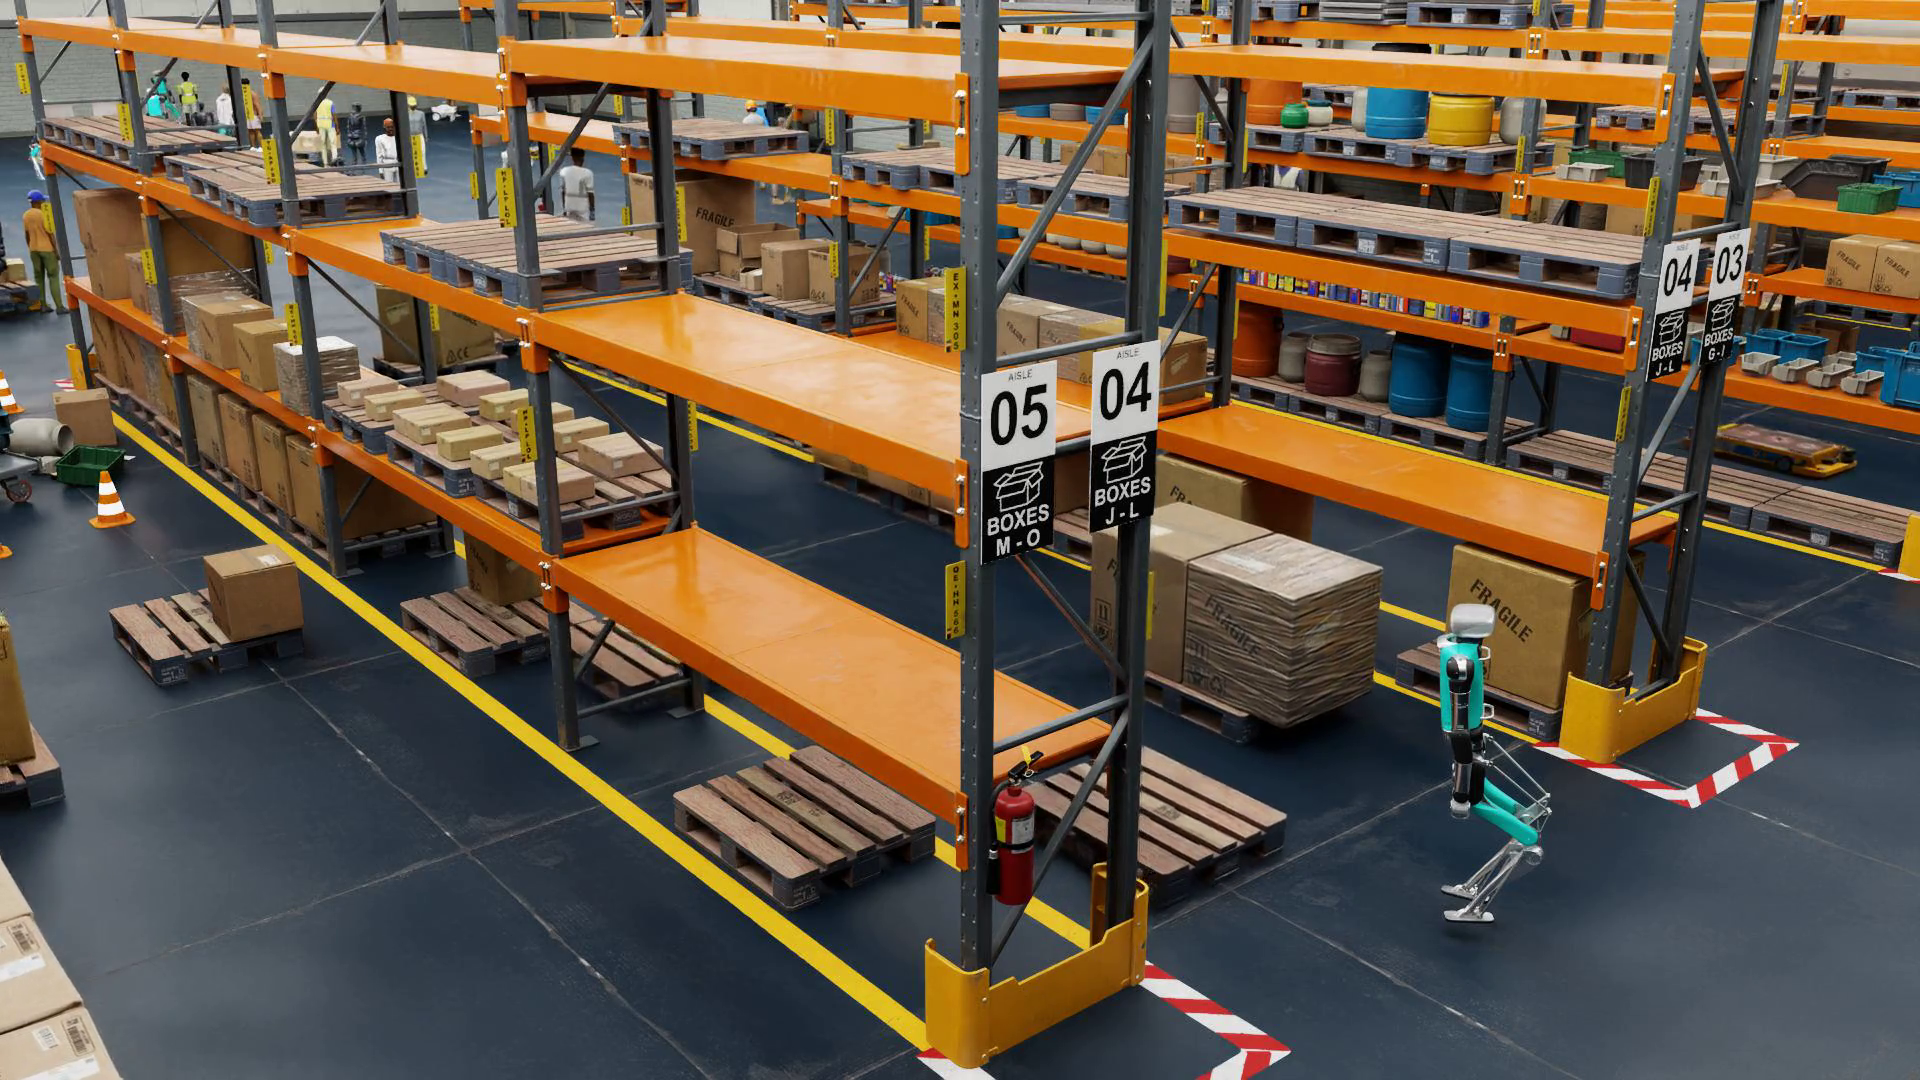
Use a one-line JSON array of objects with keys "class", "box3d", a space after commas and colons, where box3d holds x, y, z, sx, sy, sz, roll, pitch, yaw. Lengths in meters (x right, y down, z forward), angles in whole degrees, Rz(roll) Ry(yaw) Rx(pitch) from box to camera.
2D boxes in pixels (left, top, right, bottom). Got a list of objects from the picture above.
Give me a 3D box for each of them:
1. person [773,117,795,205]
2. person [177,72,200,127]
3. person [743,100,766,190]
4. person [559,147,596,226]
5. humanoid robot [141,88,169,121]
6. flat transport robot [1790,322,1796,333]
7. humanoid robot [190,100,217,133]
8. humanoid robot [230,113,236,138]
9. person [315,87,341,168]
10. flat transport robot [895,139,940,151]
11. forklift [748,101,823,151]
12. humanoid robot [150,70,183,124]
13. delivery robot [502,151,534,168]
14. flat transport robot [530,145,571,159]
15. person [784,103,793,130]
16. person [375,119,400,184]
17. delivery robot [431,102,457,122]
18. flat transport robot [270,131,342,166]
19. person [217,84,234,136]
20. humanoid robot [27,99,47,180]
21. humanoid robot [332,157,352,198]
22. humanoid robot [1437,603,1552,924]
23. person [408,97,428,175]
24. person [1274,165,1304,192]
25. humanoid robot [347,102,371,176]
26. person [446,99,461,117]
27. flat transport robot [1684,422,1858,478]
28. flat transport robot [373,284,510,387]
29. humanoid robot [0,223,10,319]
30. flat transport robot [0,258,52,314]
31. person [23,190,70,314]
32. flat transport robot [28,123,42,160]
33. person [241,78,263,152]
[{"class": "person", "box3d": [-3.504, -7.583, 33.315, 0.639, 1.715, 0.513, 0, 19, 1]}, {"class": "person", "box3d": [-21.668, -12.288, 46.749, 0.536, 1.695, 0.320, -13, 23, -33]}, {"class": "person", "box3d": [-4.380, -8.389, 35.376, 0.569, 1.889, 0.389, -12, 23, -30]}, {"class": "person", "box3d": [-6.074, -5.266, 26.397, 0.617, 1.952, 0.534, 6, 20, 18]}, {"class": "humanoid robot", "box3d": [-19.329, -10.049, 40.221, 0.530, 1.736, 0.705, -2, 19, -6]}, {"class": "flat transport robot", "box3d": [10.246, -2.860, 22.075, 0.659, 0.231, 1.431, -14, 24, -35]}, {"class": "humanoid robot", "box3d": [-17.522, -9.382, 38.598, 0.614, 1.627, 0.748, -17, 25, -39]}, {"class": "humanoid robot", "box3d": [-15.266, -8.226, 35.226, 0.441, 1.640, 0.590, -2, 19, -6]}, {"class": "person", "box3d": [-14.746, -9.574, 38.739, 0.544, 1.890, 0.384, 2, 19, 5]}, {"class": "flat transport robot", "box3d": [-0.943, -7.844, 36.259, 0.659, 0.231, 1.431, -8, 21, -21]}, {"class": "forklift", "box3d": [-4.526, -11.368, 42.374, 1.129, 2.768, 1.873, -15, 24, -37]}, {"class": "humanoid robot", "box3d": [-22.289, -12.394, 47.017, 0.577, 1.761, 0.841, 8, 21, 22]}, {"class": "delivery robot", "box3d": [-10.436, -8.990, 39.073, 0.499, 0.583, 0.767, 7, 21, 19]}, {"class": "flat transport robot", "box3d": [-10.387, -9.663, 41.438, 0.659, 0.231, 1.431, 11, 22, 28]}, {"class": "person", "box3d": [-3.902, -9.050, 37.481, 0.810, 1.729, 0.545, 3, 20, 9]}, {"class": "person", "box3d": [-10.684, -6.985, 31.384, 0.573, 1.882, 0.356, -13, 23, -33]}, {"class": "delivery robot", "box3d": [-15.646, -12.977, 50.415, 0.752, 0.581, 0.518, -2, 19, -5]}, {"class": "flat transport robot", "box3d": [-15.378, -8.918, 39.316, 0.659, 0.231, 1.431, 7, 20, 18]}, {"class": "person", "box3d": [-17.679, -10.058, 40.178, 0.560, 1.856, 1.036, 3, 20, 9]}, {"class": "humanoid robot", "box3d": [-20.522, -8.948, 37.059, 0.718, 1.712, 0.539, 4, 20, 12]}, {"class": "humanoid robot", "box3d": [-10.196, -5.513, 27.555, 0.612, 1.620, 0.778, 8, 21, 22]}, {"class": "humanoid robot", "box3d": [2.698, 1.139, 8.287, 0.735, 1.673, 0.533, 6, 20, 16]}, {"class": "person", "box3d": [-12.375, -9.168, 37.815, 0.551, 1.721, 0.867, -8, 21, -21]}, {"class": "person", "box3d": [5.396, -5.514, 27.294, 0.732, 1.826, 0.447, 14, 24, 34]}, {"class": "humanoid robot", "box3d": [-13.644, -9.033, 37.552, 0.611, 1.659, 0.450, 10, 22, 26]}, {"class": "person", "box3d": [-15.850, -14.121, 51.713, 0.498, 1.870, 0.380, 17, 26, 40]}, {"class": "flat transport robot", "box3d": [8.046, -0.909, 16.523, 0.659, 0.231, 1.431, -14, 24, -34]}, {"class": "flat transport robot", "box3d": [-5.926, -1.799, 19.055, 0.659, 0.231, 1.431, -15, 24, -37]}, {"class": "humanoid robot", "box3d": [-13.332, -3.841, 22.782, 0.483, 1.653, 0.598, 6, 20, 15]}, {"class": "flat transport robot", "box3d": [-13.584, -3.275, 23.258, 0.659, 0.231, 1.431, 18, 26, 41]}, {"class": "person", "box3d": [-12.730, -4.005, 23.149, 0.448, 1.717, 0.372, 5, 20, 13]}, {"class": "flat transport robot", "box3d": [-22.078, -9.480, 40.916, 1.431, 0.231, 0.659, -6, 20, -15]}, {"class": "person", "box3d": [-18.032, -10.808, 42.327, 0.796, 1.842, 0.419, 7, 21, 20]}]
